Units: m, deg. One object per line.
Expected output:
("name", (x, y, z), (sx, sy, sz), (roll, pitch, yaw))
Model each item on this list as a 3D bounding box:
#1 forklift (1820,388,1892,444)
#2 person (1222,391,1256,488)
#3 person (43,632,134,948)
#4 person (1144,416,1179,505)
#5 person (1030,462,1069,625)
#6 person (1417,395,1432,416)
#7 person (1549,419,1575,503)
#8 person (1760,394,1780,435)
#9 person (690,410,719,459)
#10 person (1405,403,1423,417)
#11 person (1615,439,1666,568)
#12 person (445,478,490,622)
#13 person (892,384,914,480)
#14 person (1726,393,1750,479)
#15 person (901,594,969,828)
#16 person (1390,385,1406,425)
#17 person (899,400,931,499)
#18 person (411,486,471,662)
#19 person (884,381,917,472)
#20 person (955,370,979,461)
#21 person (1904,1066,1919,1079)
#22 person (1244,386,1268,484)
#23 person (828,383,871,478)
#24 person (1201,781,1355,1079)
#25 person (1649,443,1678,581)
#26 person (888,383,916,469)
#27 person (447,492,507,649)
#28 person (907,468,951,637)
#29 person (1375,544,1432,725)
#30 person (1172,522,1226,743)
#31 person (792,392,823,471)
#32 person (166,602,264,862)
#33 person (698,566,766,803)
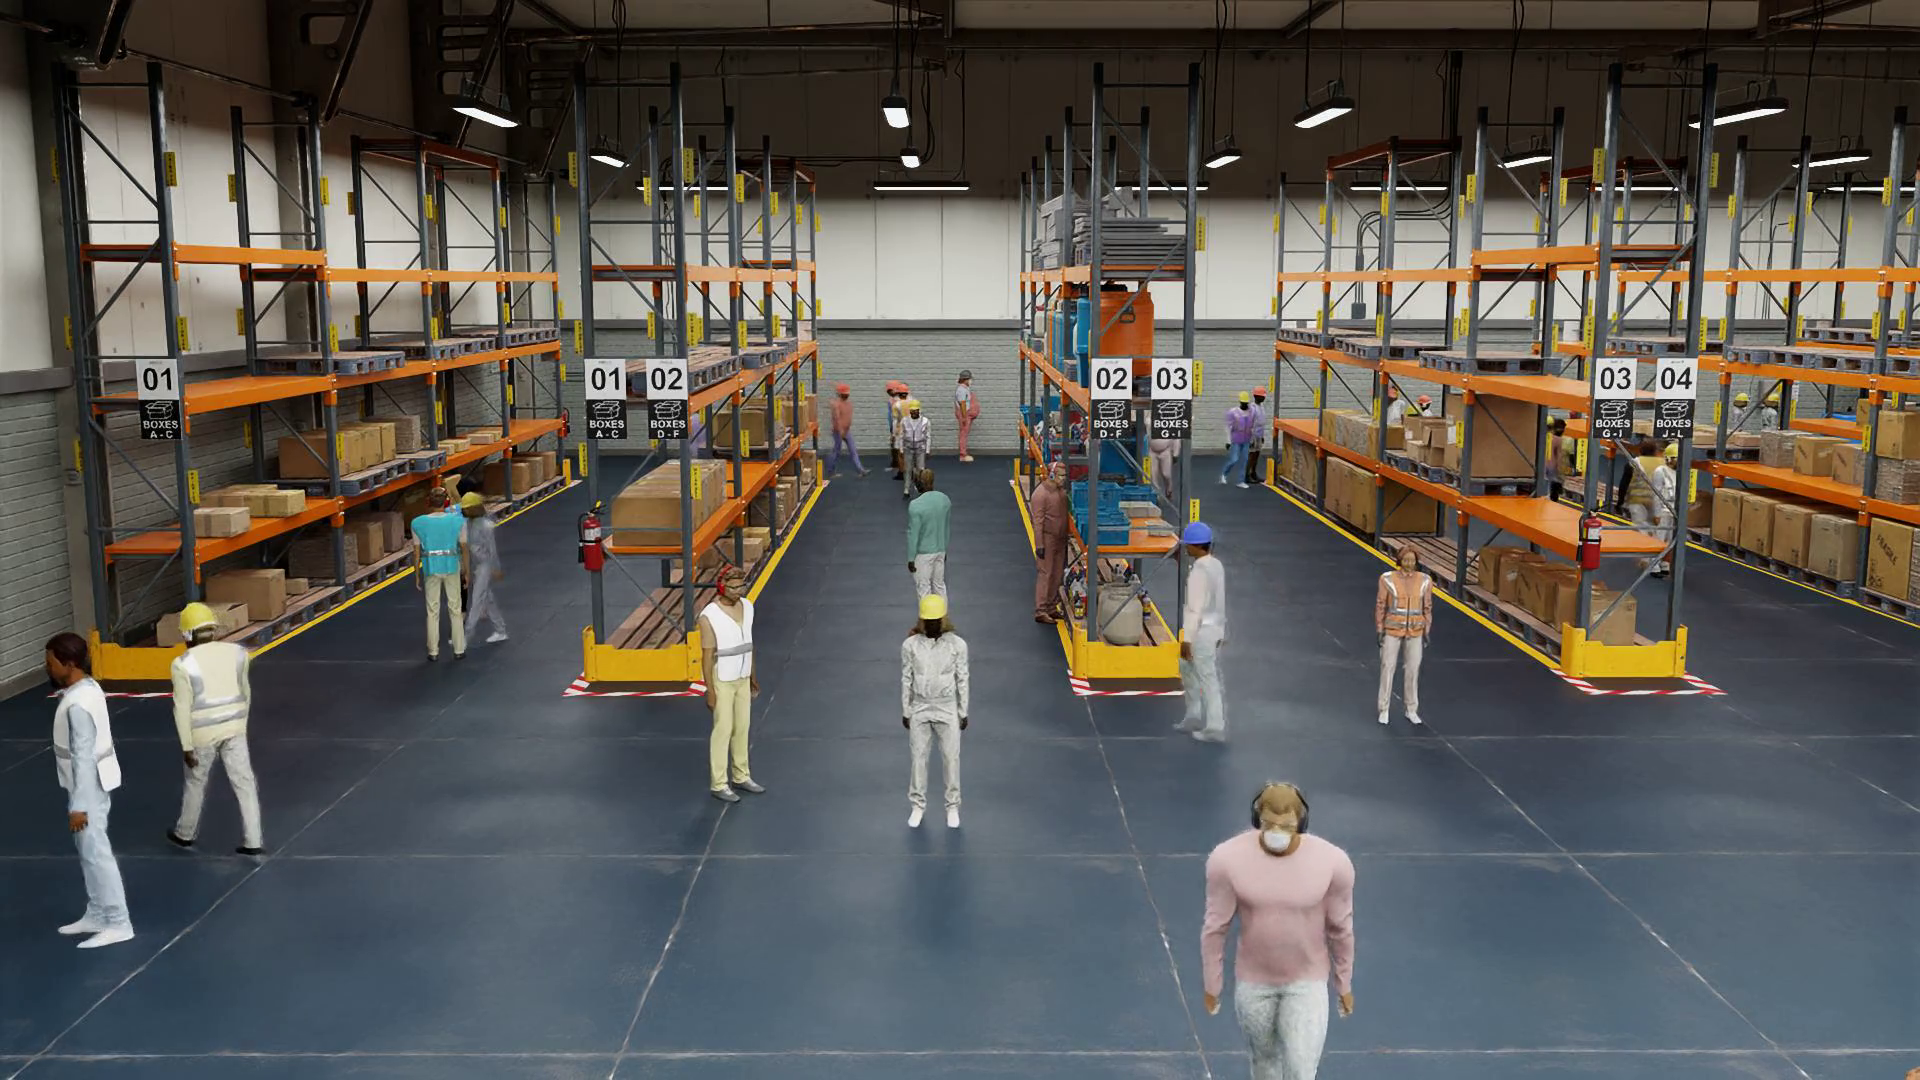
("forklift", (20.072, -3.110, 36.462), (1.873, 2.768, 1.129), (0, 9, 0))
("person", (5.411, -1.945, 32.140), (0.625, 1.894, 0.648), (-4, 10, -26))
("person", (-5.252, 1.493, 9.977), (0.407, 1.922, 0.598), (-5, 10, -27))
("person", (3.574, -1.566, 29.706), (0.649, 1.890, 0.564), (3, 9, 16))
("person", (1.085, 0.028, 19.452), (0.401, 1.893, 0.656), (6, 11, 34))
("person", (9.145, -1.983, 32.822), (0.343, 1.749, 0.573), (3, 9, 19))
("person", (10.193, -1.260, 28.461), (0.534, 1.664, 0.813), (0, 9, -3))
("person", (16.352, -2.091, 33.589), (0.317, 1.733, 0.491), (0, 9, -3))
("person", (-4.627, -1.572, 29.674), (0.637, 1.920, 0.830), (1, 9, 3))
("person", (7.756, -1.376, 28.365), (0.387, 1.922, 0.594), (0, 9, 3))
("person", (9.561, -0.522, 23.304), (0.634, 1.796, 0.961), (0, 9, -2))
("person", (-5.775, 0.122, 19.493), (0.576, 1.696, 0.334), (-5, 10, -29))
("person", (-1.136, -2.168, 33.419), (0.542, 1.938, 0.358), (-5, 10, -31))
("person", (15.768, -2.107, 33.695), (0.342, 1.735, 0.482), (5, 10, 29))
("person", (-0.181, 1.246, 12.117), (0.492, 1.737, 0.326), (1, 9, 6))
("person", (8.967, -2.273, 34.362), (0.327, 1.861, 0.509), (-8, 12, -40))
("person", (-0.829, -1.650, 30.423), (0.590, 1.833, 0.404), (1, 9, 3))
("person", (-5.435, 0.361, 17.446), (0.570, 1.845, 0.380), (-3, 9, -16))
("person", (-1.201, -2.366, 34.799), (0.747, 1.925, 0.648), (-3, 9, -16))
("person", (0.158, -2.772, 36.978), (0.539, 2.000, 0.688), (0, 9, 1))
("person", (2.986, 2.389, 5.112), (0.279, 1.624, 0.494), (4, 10, 26))
("person", (5.868, -2.072, 32.834), (0.388, 1.930, 0.547), (6, 11, 35))
("person", (-2.282, -2.182, 33.508), (1.008, 1.935, 0.630), (5, 10, 30))
("person", (1.365, 1.941, 7.234), (0.650, 1.886, 0.843), (3, 9, 18))
("person", (9.494, -0.381, 22.260), (0.591, 1.834, 0.404), (-6, 11, -33))
("person", (-1.203, -2.427, 35.399), (0.633, 1.840, 0.429), (2, 9, 12))
("person", (-5.302, 0.327, 18.133), (0.488, 1.696, 0.863), (8, 12, 42))
("person", (-0.356, 0.158, 18.501), (0.377, 1.929, 0.633), (8, 12, 41))
("person", (3.985, 0.849, 14.984), (0.533, 1.637, 0.312), (0, 9, -1))
("person", (2.028, 0.794, 14.386), (0.669, 1.922, 0.634), (4, 10, 23))
("person", (-3.239, -2.107, 33.502), (0.922, 1.793, 0.648), (-1, 9, -5))
("person", (-5.169, 1.321, 11.520), (0.907, 1.778, 0.601), (7, 11, 37))
("person", (-1.781, 1.095, 12.785), (0.404, 1.831, 0.574), (5, 10, 30))
